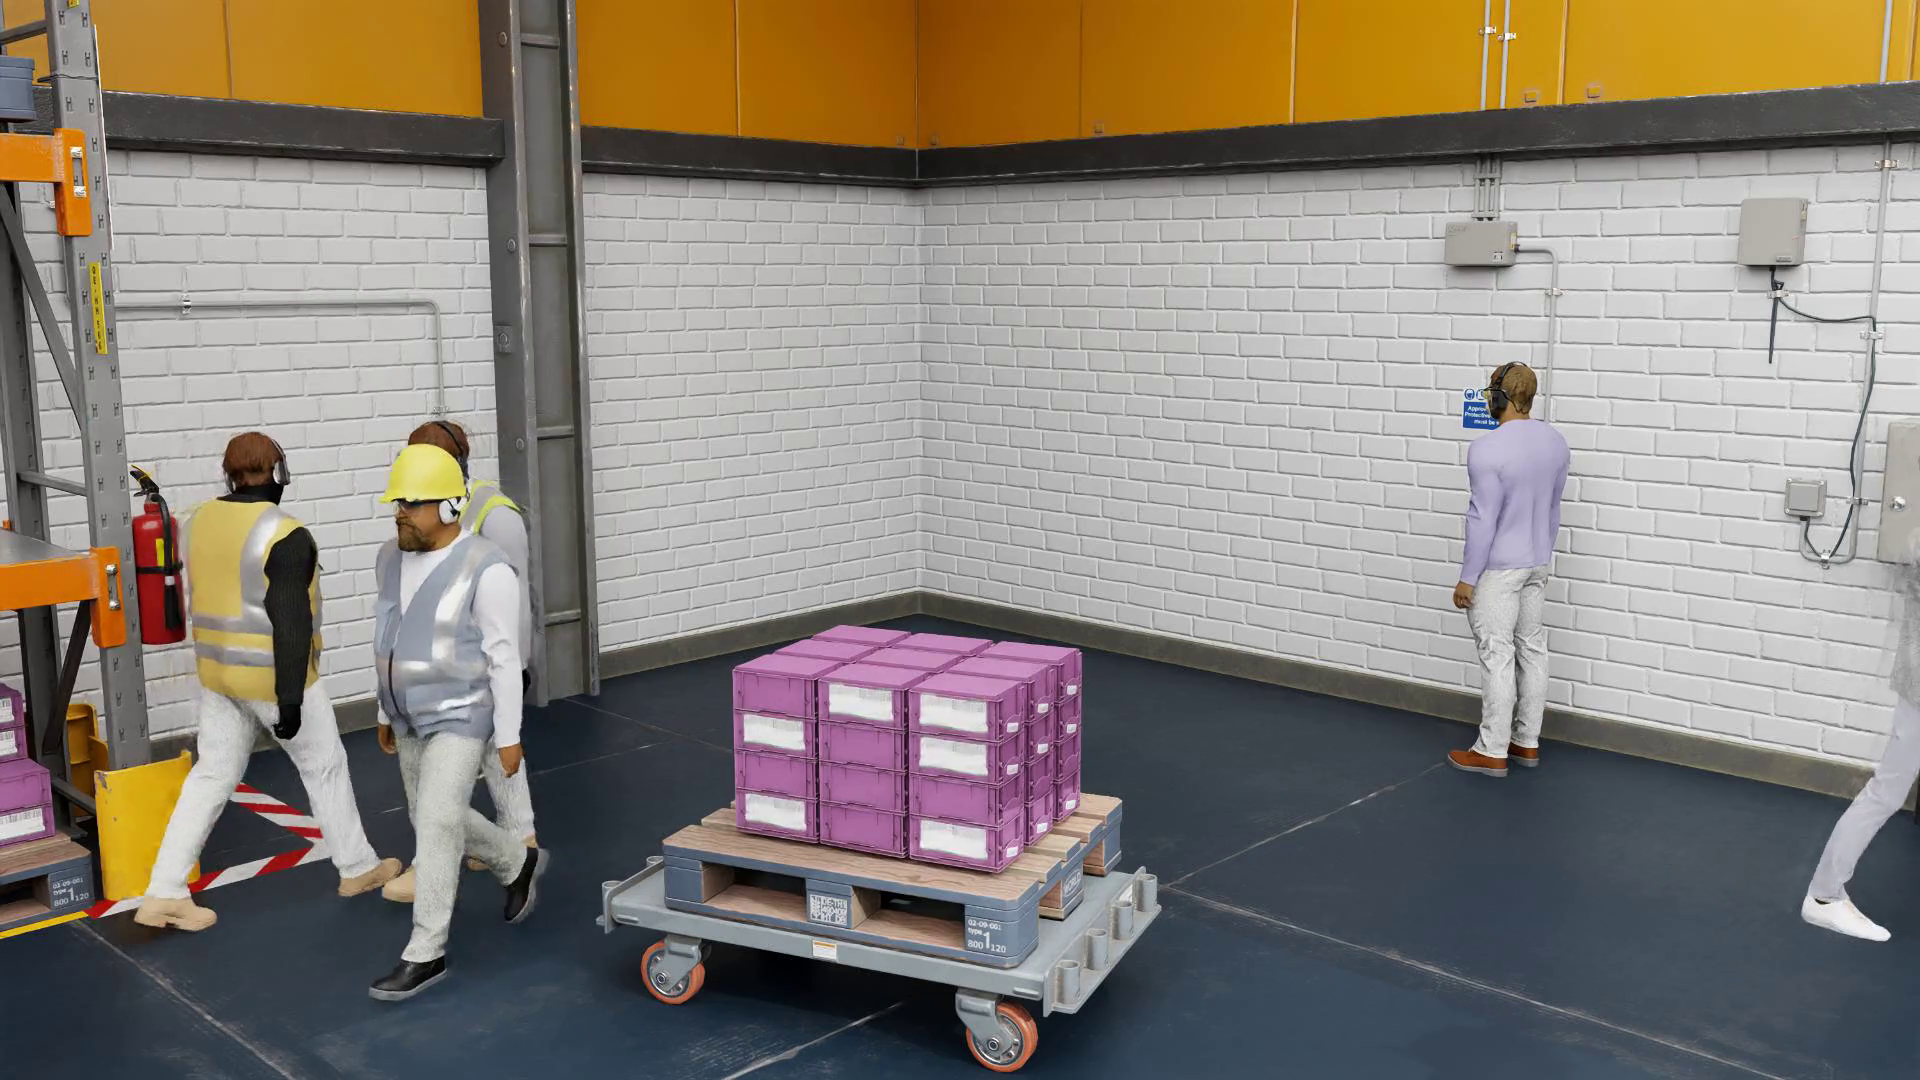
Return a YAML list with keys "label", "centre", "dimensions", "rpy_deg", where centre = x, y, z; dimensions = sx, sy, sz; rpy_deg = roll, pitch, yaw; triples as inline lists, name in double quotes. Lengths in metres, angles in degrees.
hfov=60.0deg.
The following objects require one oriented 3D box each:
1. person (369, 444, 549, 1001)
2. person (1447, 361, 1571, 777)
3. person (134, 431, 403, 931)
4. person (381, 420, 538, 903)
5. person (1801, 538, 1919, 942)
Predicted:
- label: "person"
  centre: [-1.693, 0.560, 5.591]
  dimensions: [0.602, 1.804, 0.773]
  rpy_deg: [6, 11, 33]
- label: "person"
  centre: [2.555, 0.137, 7.785]
  dimensions: [0.627, 1.940, 0.371]
  rpy_deg: [-6, 11, -34]
- label: "person"
  centre: [-2.573, 0.504, 6.027]
  dimensions: [0.624, 1.792, 0.936]
  rpy_deg: [5, 10, 28]
- label: "person"
  centre: [-1.960, 0.443, 6.320]
  dimensions: [0.817, 1.795, 0.636]
  rpy_deg: [-9, 13, -43]
- label: "person"
  centre: [3.397, 0.556, 5.610]
  dimensions: [0.513, 1.807, 1.004]
  rpy_deg: [-8, 12, -40]
